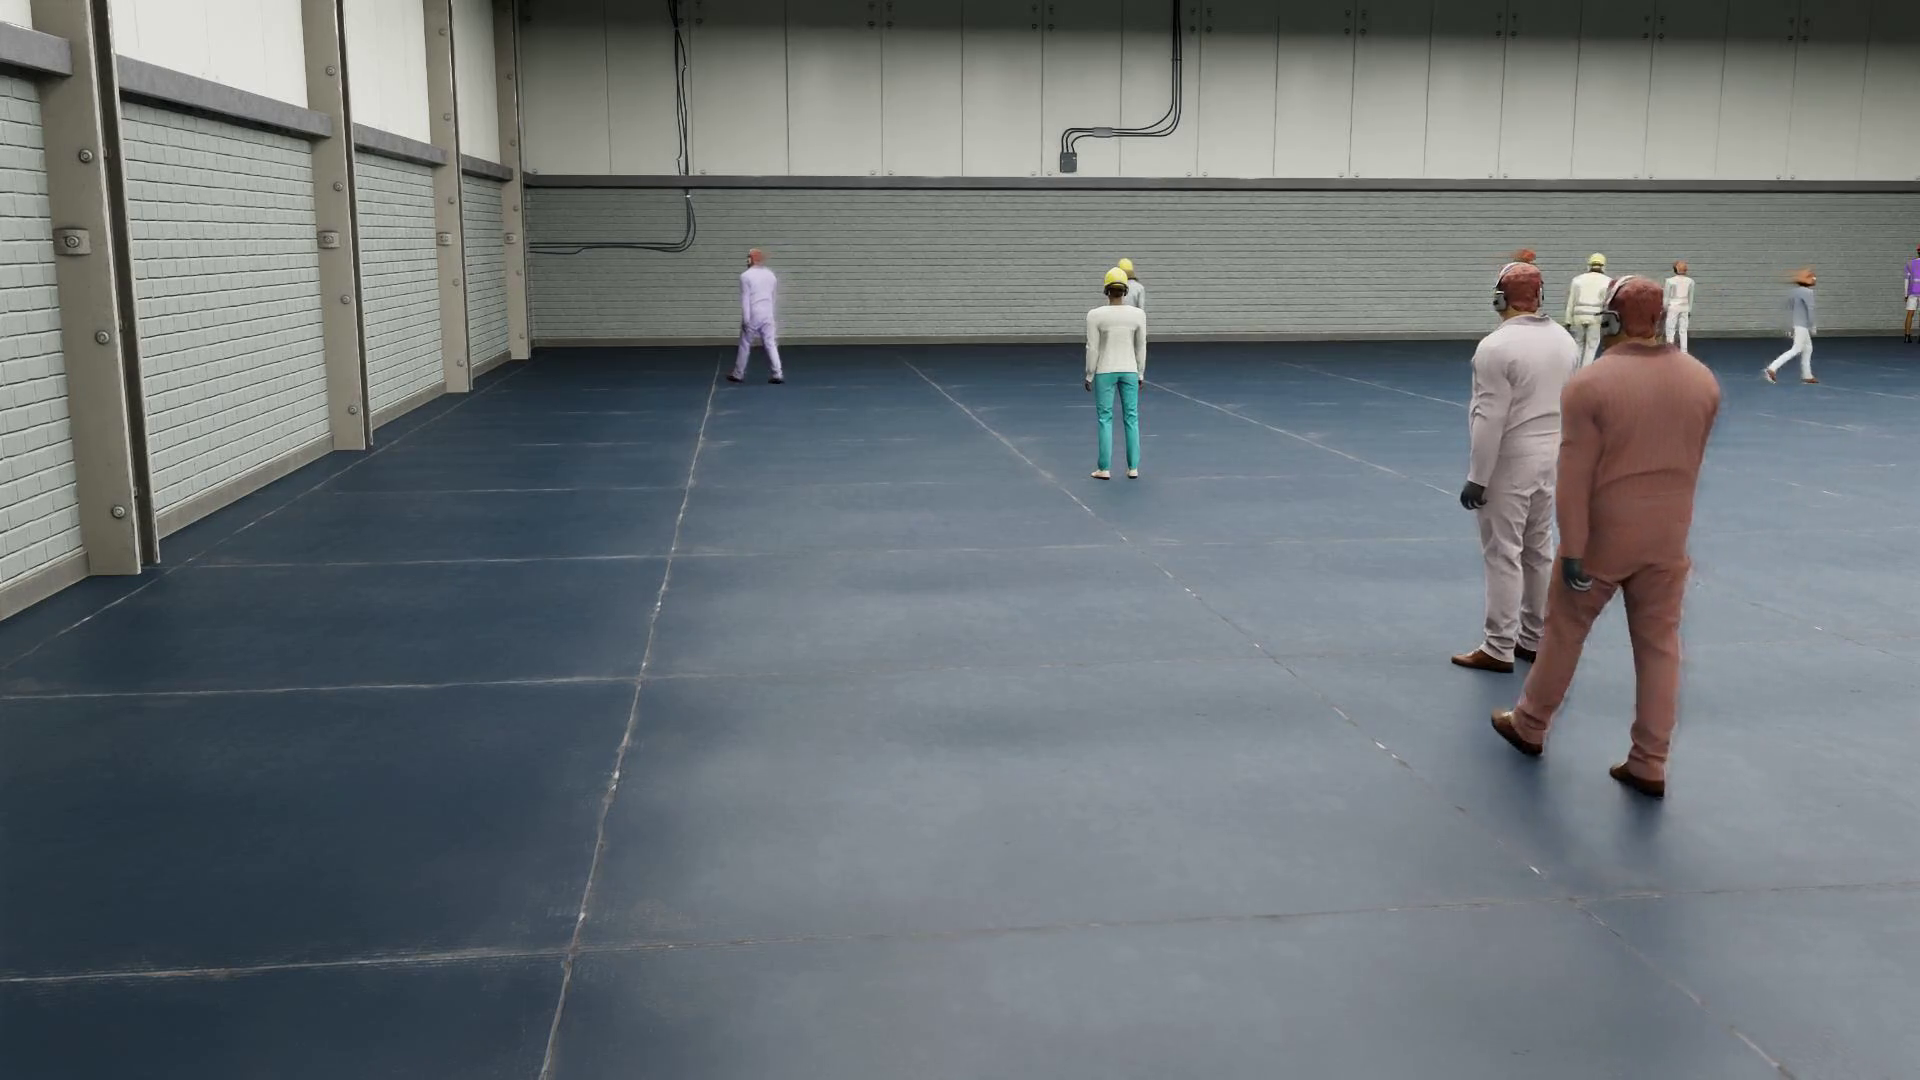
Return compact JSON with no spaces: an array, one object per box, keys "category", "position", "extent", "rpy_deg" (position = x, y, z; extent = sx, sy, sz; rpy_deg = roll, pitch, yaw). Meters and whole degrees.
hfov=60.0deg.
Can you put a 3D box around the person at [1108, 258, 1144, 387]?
[{"category":"person","position":[2.186,-2.864,22.102],"extent":[0.506,1.743,0.336],"rpy_deg":[-1,10,-7]}]

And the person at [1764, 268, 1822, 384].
[{"category":"person","position":[11.527,-2.942,22.897],"extent":[0.763,1.603,0.499],"rpy_deg":[2,10,10]}]

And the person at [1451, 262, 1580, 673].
[{"category":"person","position":[2.572,-0.333,7.779],"extent":[0.642,1.905,0.399],"rpy_deg":[-7,13,-34]}]

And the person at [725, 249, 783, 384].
[{"category":"person","position":[-2.831,-3.092,23.045],"extent":[0.658,1.853,0.973],"rpy_deg":[-10,14,-44]}]

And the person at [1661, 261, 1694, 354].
[{"category":"person","position":[11.653,-3.705,27.016],"extent":[0.509,1.629,0.315],"rpy_deg":[-2,10,-8]}]

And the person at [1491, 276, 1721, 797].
[{"category":"person","position":[2.425,-0.040,6.244],"extent":[0.650,1.874,0.868],"rpy_deg":[-2,10,-9]}]

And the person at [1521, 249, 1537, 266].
[{"category":"person","position":[7.876,-3.097,23.070],"extent":[0.774,1.848,0.614],"rpy_deg":[5,11,26]}]

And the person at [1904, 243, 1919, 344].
[{"category":"person","position":[18.245,-4.697,31.617],"extent":[0.363,1.933,0.543],"rpy_deg":[-9,14,-41]}]

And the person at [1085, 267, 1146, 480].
[{"category":"person","position":[1.293,-1.384,13.913],"extent":[0.526,1.768,0.331],"rpy_deg":[-2,11,-11]}]

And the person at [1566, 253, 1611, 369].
[{"category":"person","position":[8.581,-2.978,22.551],"extent":[0.611,1.799,0.725],"rpy_deg":[7,13,35]}]
